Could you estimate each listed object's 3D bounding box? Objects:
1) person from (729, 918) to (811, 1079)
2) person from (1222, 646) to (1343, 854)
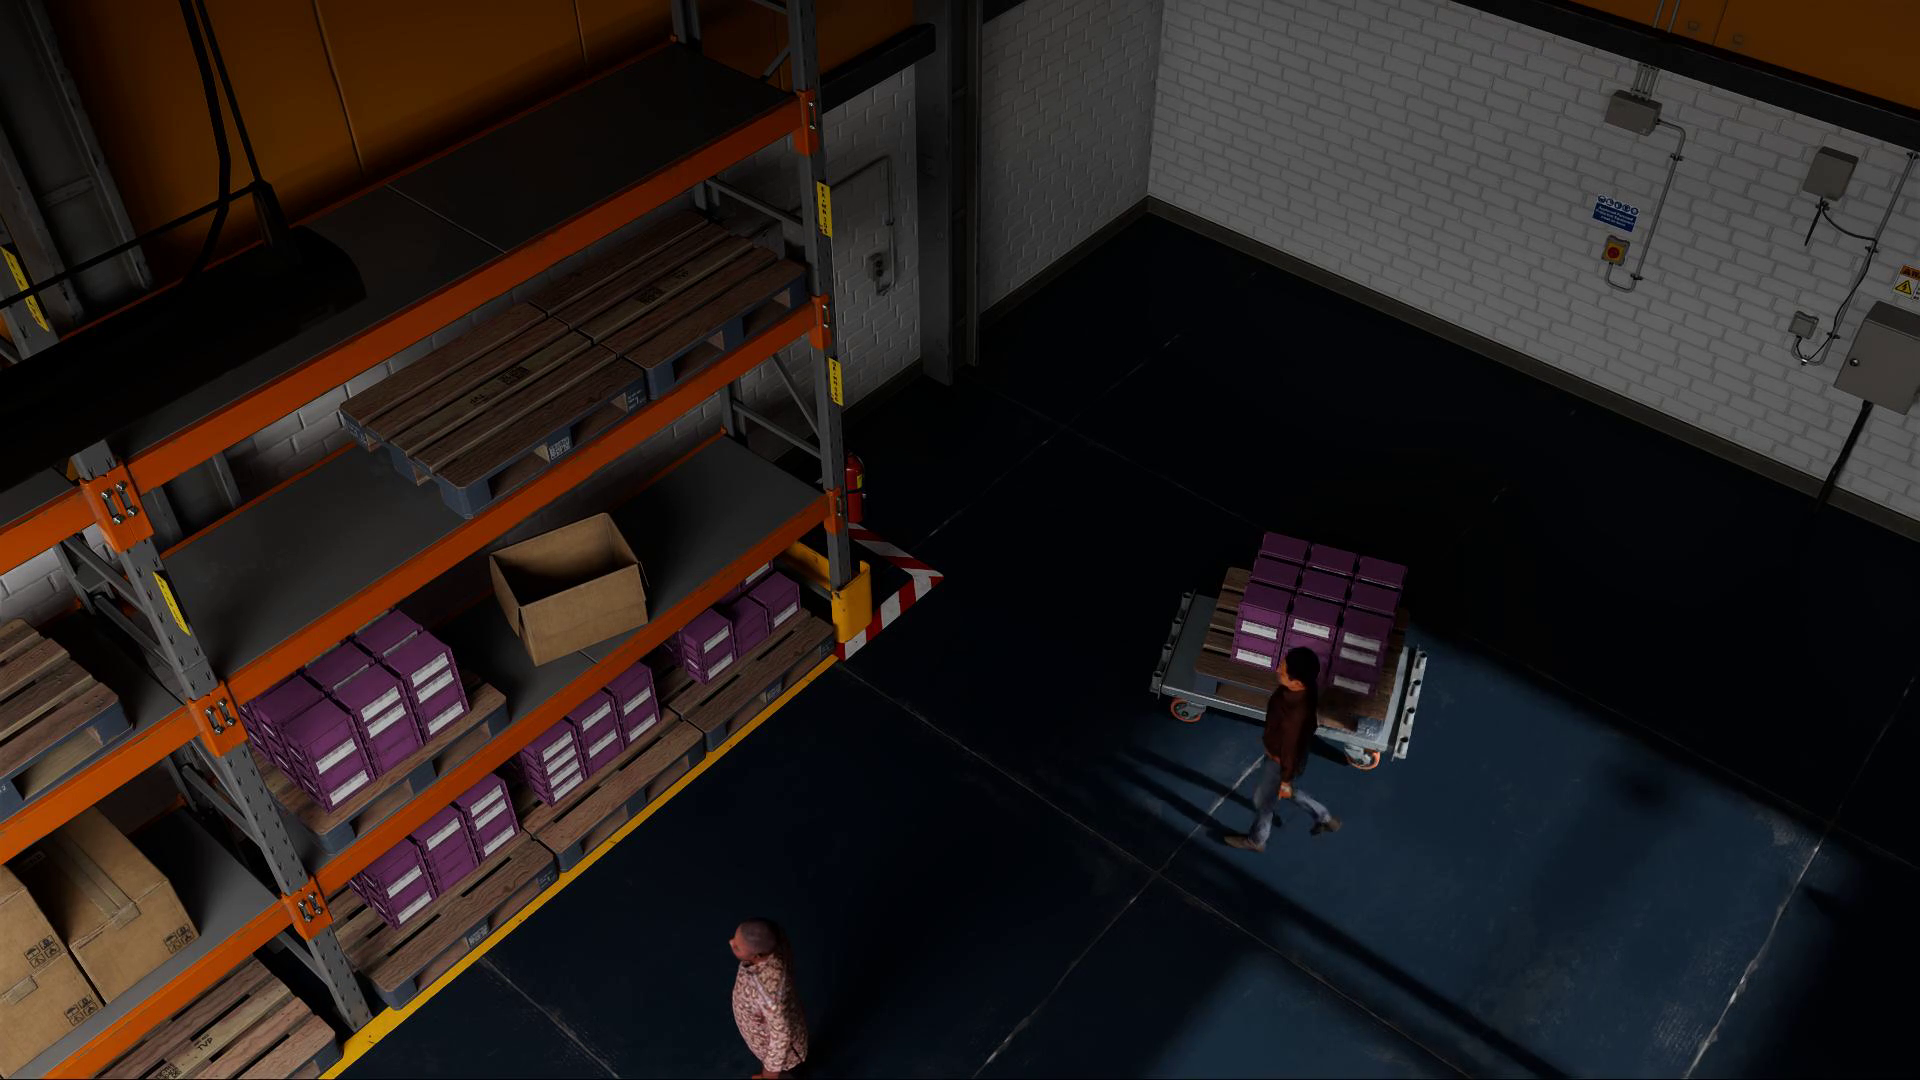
[{"bbox_3d":[-0.913,2.429,8.330,0.817,1.807,0.767,-6,44,-6],"label":"person"},{"bbox_3d":[1.958,1.250,9.598,0.941,1.765,0.967,9,44,9],"label":"person"}]
